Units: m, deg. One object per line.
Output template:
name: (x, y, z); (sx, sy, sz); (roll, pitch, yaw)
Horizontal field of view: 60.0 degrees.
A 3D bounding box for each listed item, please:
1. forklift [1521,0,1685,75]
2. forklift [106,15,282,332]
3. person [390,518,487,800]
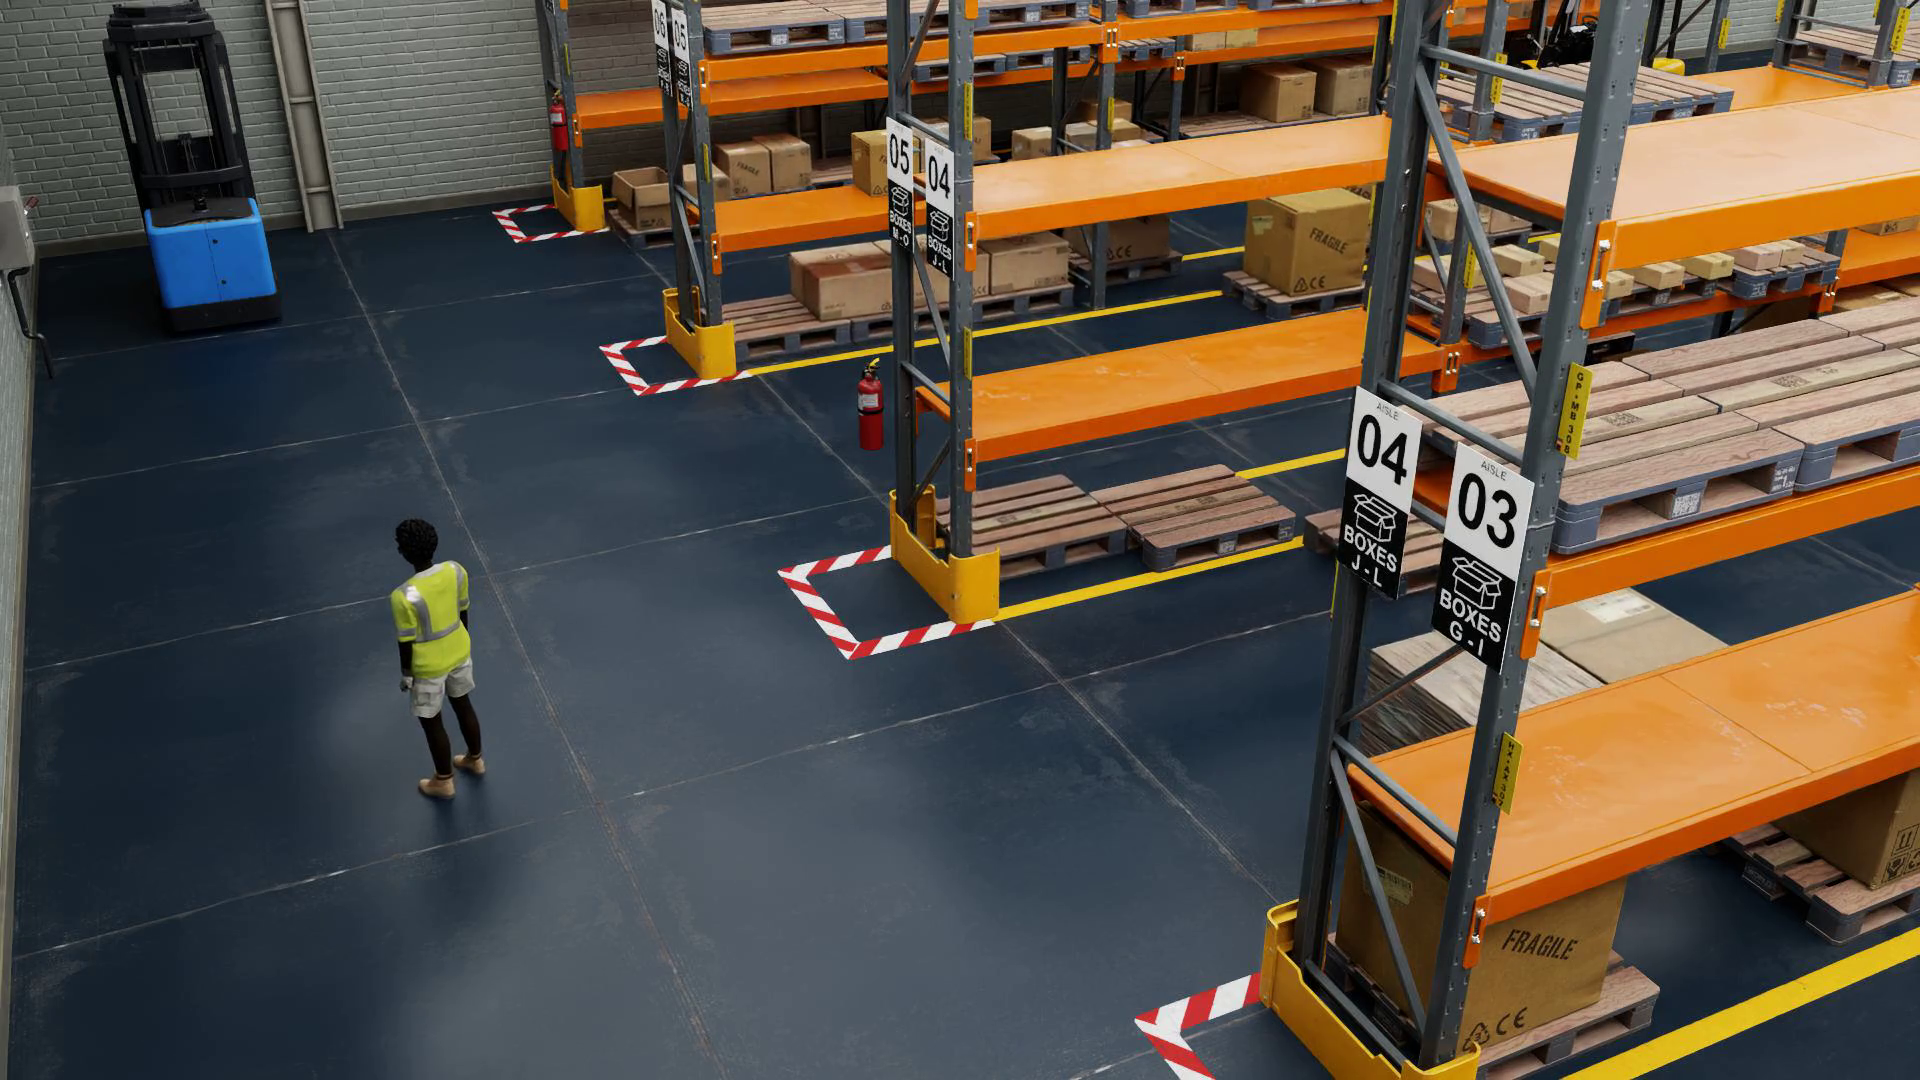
forklift: (8.950, -6.807, 23.056); (1.214, 2.155, 2.313); (-12, 30, -22)
forklift: (-7.548, -3.672, 16.323); (1.129, 2.768, 1.873); (-12, 30, -22)
person: (-2.917, 0.660, 9.296); (0.319, 1.686, 0.539); (13, 30, 23)
